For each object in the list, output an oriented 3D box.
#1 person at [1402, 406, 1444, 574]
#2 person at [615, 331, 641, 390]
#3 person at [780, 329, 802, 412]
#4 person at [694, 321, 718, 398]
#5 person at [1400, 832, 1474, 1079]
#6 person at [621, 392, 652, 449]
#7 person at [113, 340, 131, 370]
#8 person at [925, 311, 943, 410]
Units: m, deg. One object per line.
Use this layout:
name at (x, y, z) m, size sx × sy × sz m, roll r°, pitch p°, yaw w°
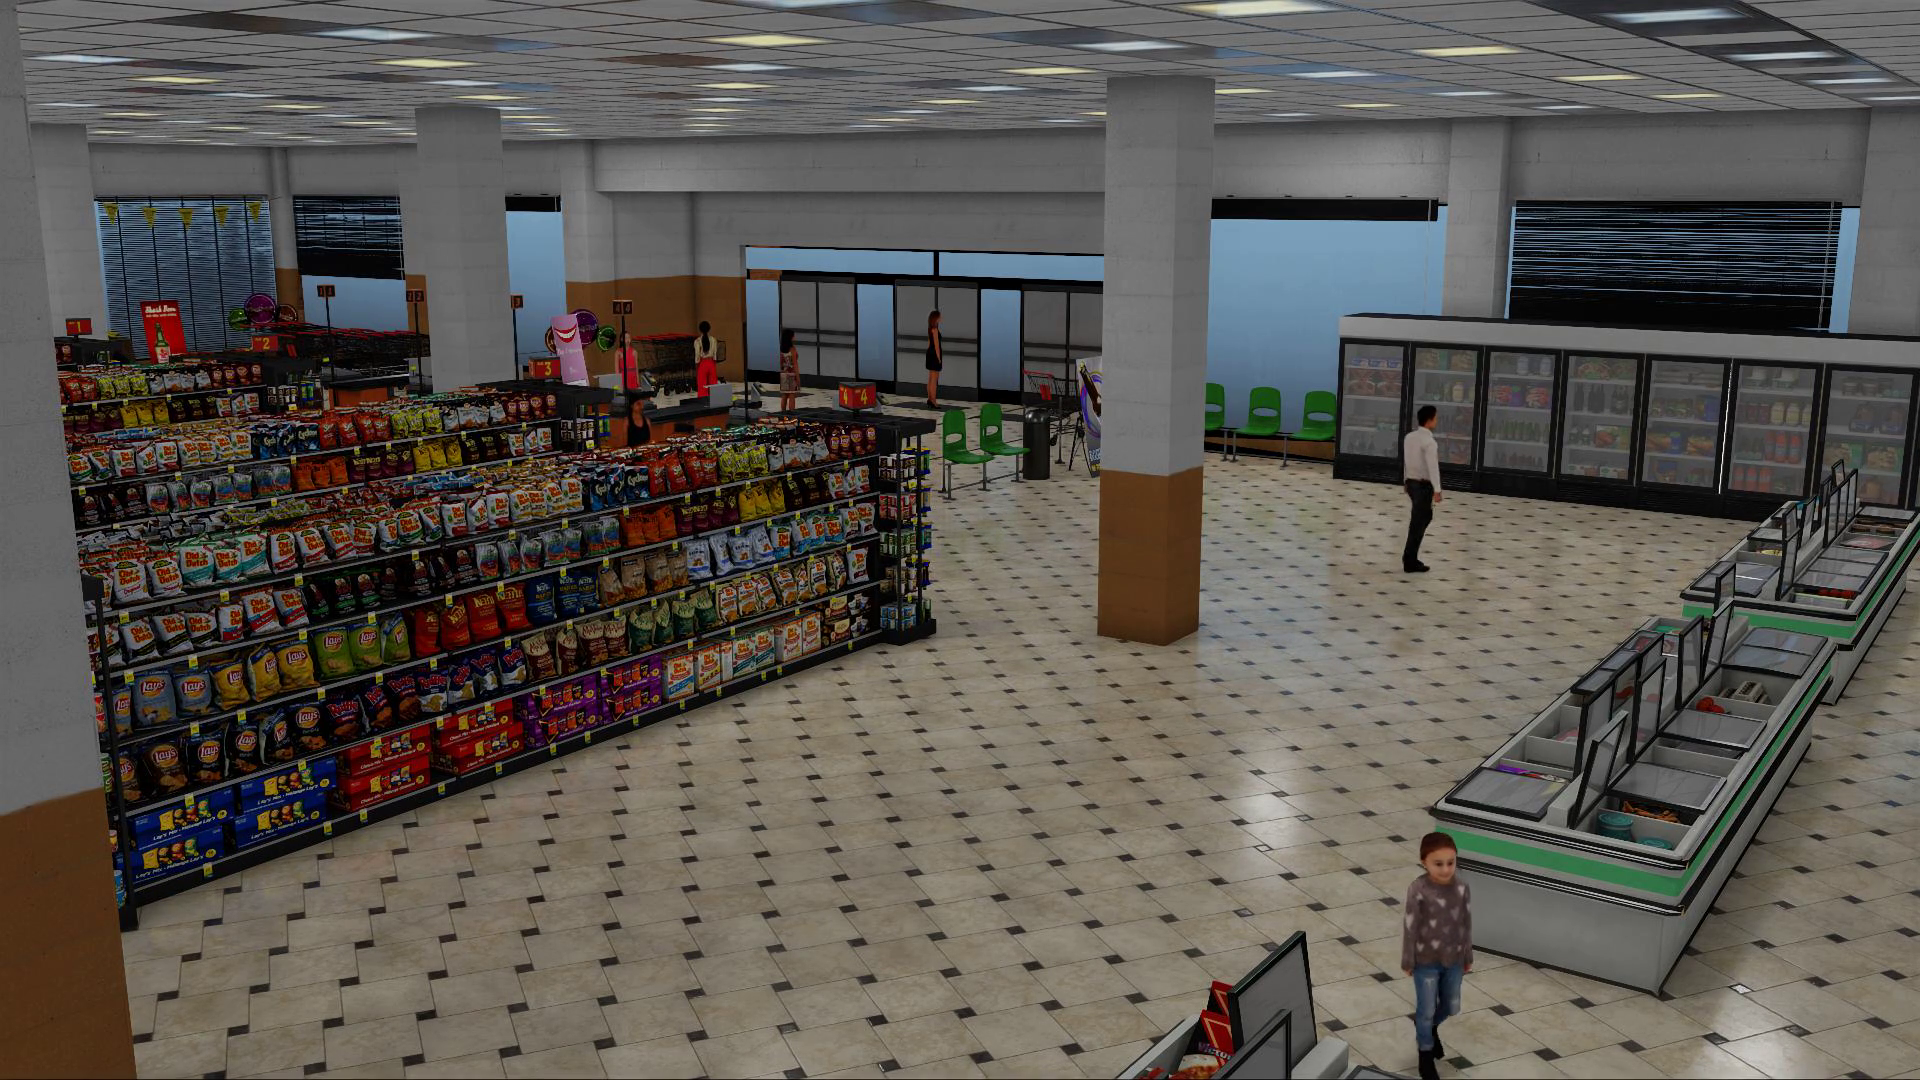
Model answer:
person at (4.812, -0.534, 17.696) m, size 0.844 × 1.802 × 0.791 m, roll -3°, pitch 12°, yaw -12°
person at (-5.589, -2.642, 27.891) m, size 0.598 × 1.727 × 0.735 m, roll -10°, pitch 15°, yaw -38°
person at (-3.006, -2.886, 29.247) m, size 0.600 × 1.645 × 0.693 m, roll -11°, pitch 16°, yaw -42°
person at (-4.448, -2.947, 29.182) m, size 0.599 × 1.792 × 0.733 m, roll -7°, pitch 14°, yaw -31°
person at (2.185, 1.891, 7.674) m, size 0.653 × 1.187 × 0.717 m, roll -1°, pitch 12°, yaw -6°
person at (-3.958, -0.947, 20.070) m, size 1.068 × 1.633 × 0.835 m, roll -10°, pitch 15°, yaw -39°
person at (-15.812, -3.125, 31.295) m, size 0.494 × 1.269 × 0.509 m, roll 8°, pitch 14°, yaw 34°
person at (-0.486, -3.362, 31.051) m, size 0.699 × 1.834 × 0.664 m, roll -4°, pitch 13°, yaw -18°
